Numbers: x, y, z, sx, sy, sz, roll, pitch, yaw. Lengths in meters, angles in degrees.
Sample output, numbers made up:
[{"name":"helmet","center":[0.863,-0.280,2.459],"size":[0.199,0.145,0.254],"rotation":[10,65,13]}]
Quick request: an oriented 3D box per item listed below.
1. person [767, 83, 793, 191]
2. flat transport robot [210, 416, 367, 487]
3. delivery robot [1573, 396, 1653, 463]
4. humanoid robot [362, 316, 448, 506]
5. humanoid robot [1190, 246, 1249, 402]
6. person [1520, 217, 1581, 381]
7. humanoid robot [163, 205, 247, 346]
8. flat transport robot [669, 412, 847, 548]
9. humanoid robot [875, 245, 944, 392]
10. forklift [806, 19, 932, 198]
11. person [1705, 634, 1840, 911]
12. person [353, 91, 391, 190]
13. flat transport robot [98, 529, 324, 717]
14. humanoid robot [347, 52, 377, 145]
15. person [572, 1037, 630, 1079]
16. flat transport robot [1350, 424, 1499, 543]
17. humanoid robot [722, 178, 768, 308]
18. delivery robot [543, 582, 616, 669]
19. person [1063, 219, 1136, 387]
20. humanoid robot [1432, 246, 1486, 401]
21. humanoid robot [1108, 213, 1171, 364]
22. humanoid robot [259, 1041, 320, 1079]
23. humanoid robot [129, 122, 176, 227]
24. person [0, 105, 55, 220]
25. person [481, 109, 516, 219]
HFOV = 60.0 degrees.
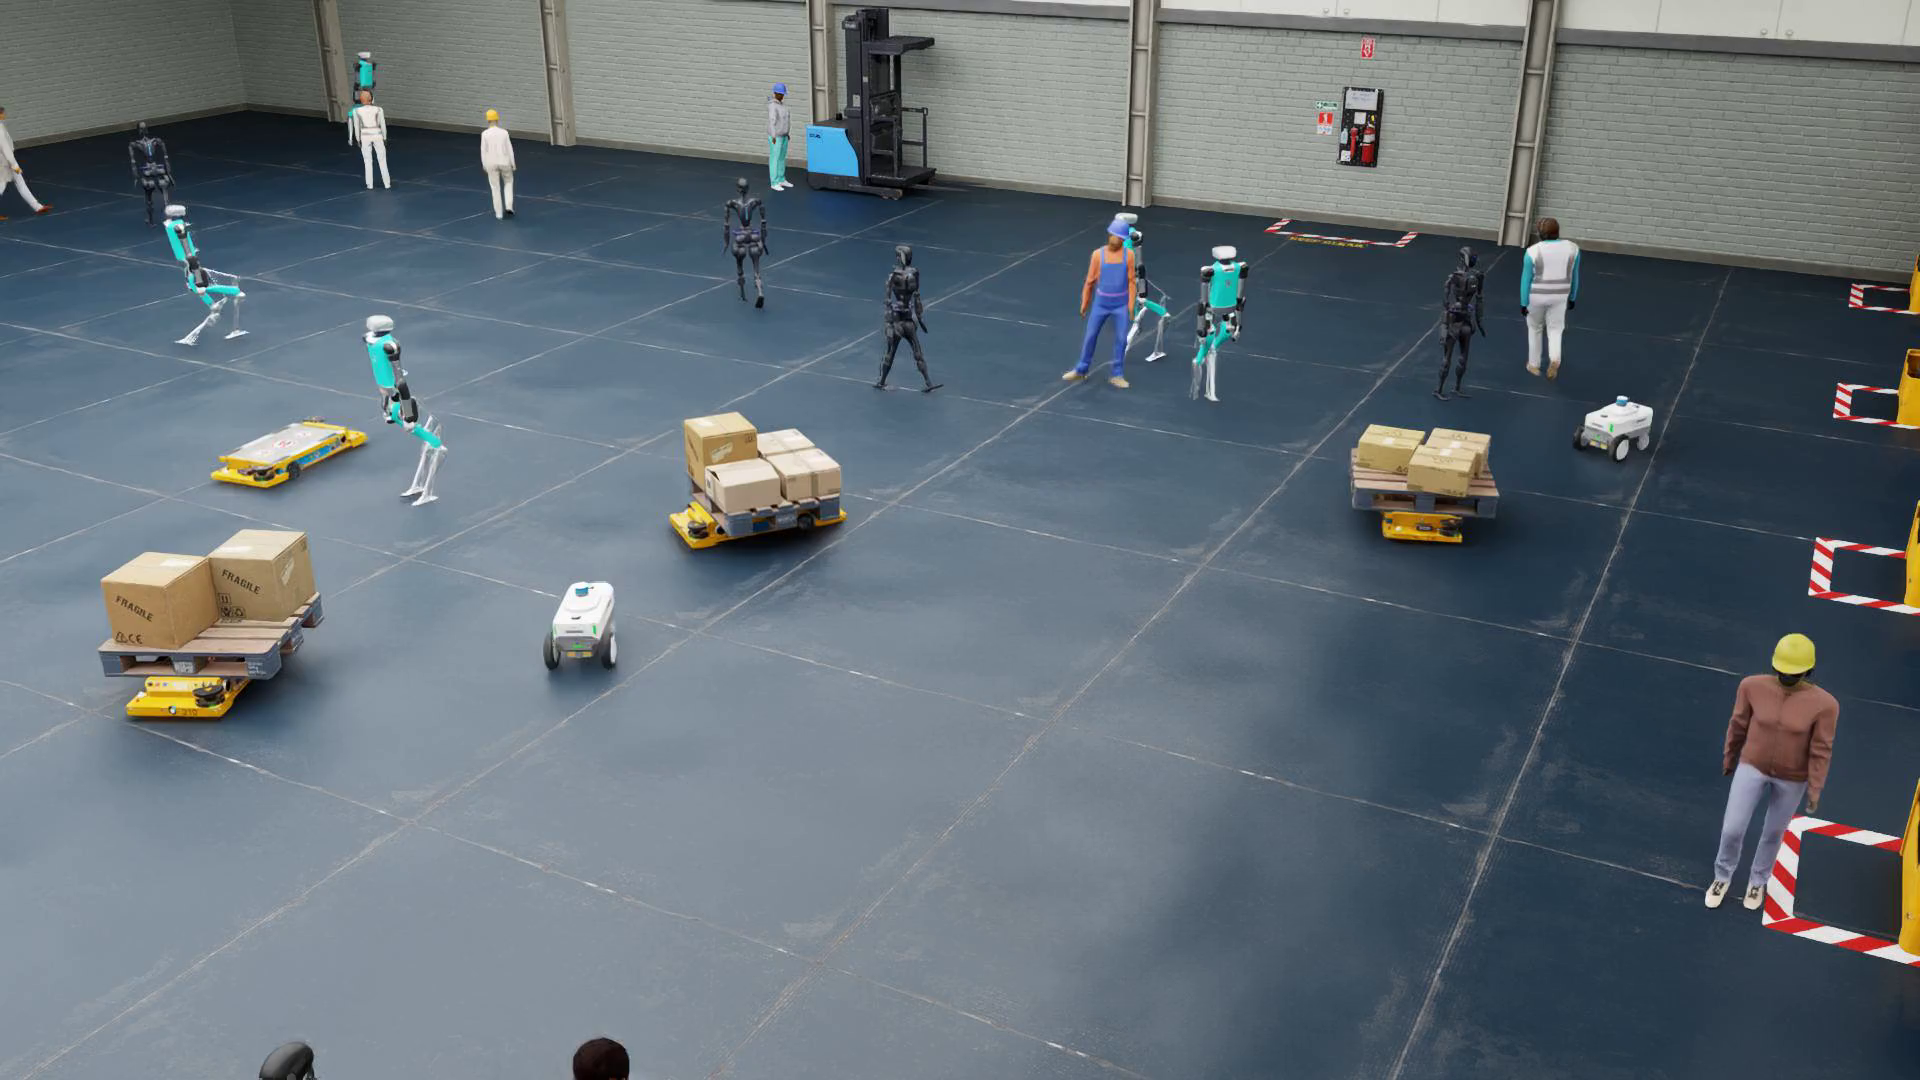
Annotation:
[{"name":"person","center":[-3.066,-6.842,28.193],"size":[0.361,1.770,0.533],"rotation":[9,25,19]},{"name":"flat transport robot","center":[-6.508,-0.857,16.159],"size":[0.659,0.231,1.431],"rotation":[8,25,19]},{"name":"delivery robot","center":[6.472,-1.119,16.393],"size":[0.765,0.585,0.499],"rotation":[-16,28,-32]},{"name":"humanoid robot","center":[-4.947,-1.217,15.075],"size":[0.699,1.743,0.530],"rotation":[-20,30,-39]},{"name":"humanoid robot","center":[2.663,-2.234,17.656],"size":[0.540,1.902,0.738],"rotation":[-8,24,-17]},{"name":"person","center":[6.500,-2.644,18.360],"size":[0.653,1.813,0.731],"rotation":[1,23,2]},{"name":"humanoid robot","center":[-8.809,-3.092,19.544],"size":[1.031,1.751,0.536],"rotation":[-17,29,-35]},{"name":"flat transport robot","center":[-1.764,-0.219,14.672],"size":[1.431,0.231,0.659],"rotation":[-11,26,-24]},{"name":"humanoid robot","center":[-0.594,-2.364,17.936],"size":[0.797,1.621,0.593],"rotation":[17,28,34]},{"name":"forklift","center":[-1.573,-7.292,27.850],"size":[1.873,2.768,1.129],"rotation":[12,26,25]},{"name":"person","center":[4.503,1.314,9.227],"size":[0.539,1.747,0.534],"rotation":[13,27,28]},{"name":"person","center":[-9.979,-6.778,28.219],"size":[0.512,1.632,0.316],"rotation":[-7,24,-15]},{"name":"flat transport robot","center":[-5.409,0.871,12.135],"size":[0.659,0.231,1.431],"rotation":[1,23,2]},{"name":"humanoid robot","center":[-11.687,-8.551,32.219],"size":[0.848,1.775,0.613],"rotation":[10,25,23]},{"name":"person","center":[-1.211,2.617,6.071],"size":[0.587,1.847,1.055],"rotation":[-13,26,-28]},{"name":"flat transport robot","center":[4.122,-0.336,14.945],"size":[0.659,0.231,1.431],"rotation":[4,24,10]},{"name":"humanoid robot","center":[-2.738,-3.803,21.266],"size":[0.600,1.637,0.694],"rotation":[-8,24,-18]},{"name":"delivery robot","center":[-2.796,0.613,12.378],"size":[0.499,0.597,0.801],"rotation":[0,23,-1]},{"name":"person","center":[1.547,-2.599,18.205],"size":[0.755,1.869,0.465],"rotation":[0,23,1]},{"name":"humanoid robot","center":[5.355,-2.320,17.772],"size":[0.603,1.654,0.318],"rotation":[-12,26,-25]},{"name":"humanoid robot","center":[2.111,-2.885,19.049],"size":[0.869,1.782,0.581],"rotation":[-14,27,-29]},{"name":"humanoid robot","center":[-2.392,2.605,6.311],"size":[0.607,1.654,0.326],"rotation":[4,24,9]},{"name":"humanoid robot","center":[-12.311,-5.549,25.349],"size":[0.599,1.621,0.779],"rotation":[-19,29,-37]},{"name":"person","center":[-14.885,-5.910,26.014],"size":[0.980,1.779,0.539],"rotation":[-14,27,-29]},{"name":"person","center":[-7.239,-5.901,26.106],"size":[0.516,1.679,0.471],"rotation":[-7,24,-16]}]
